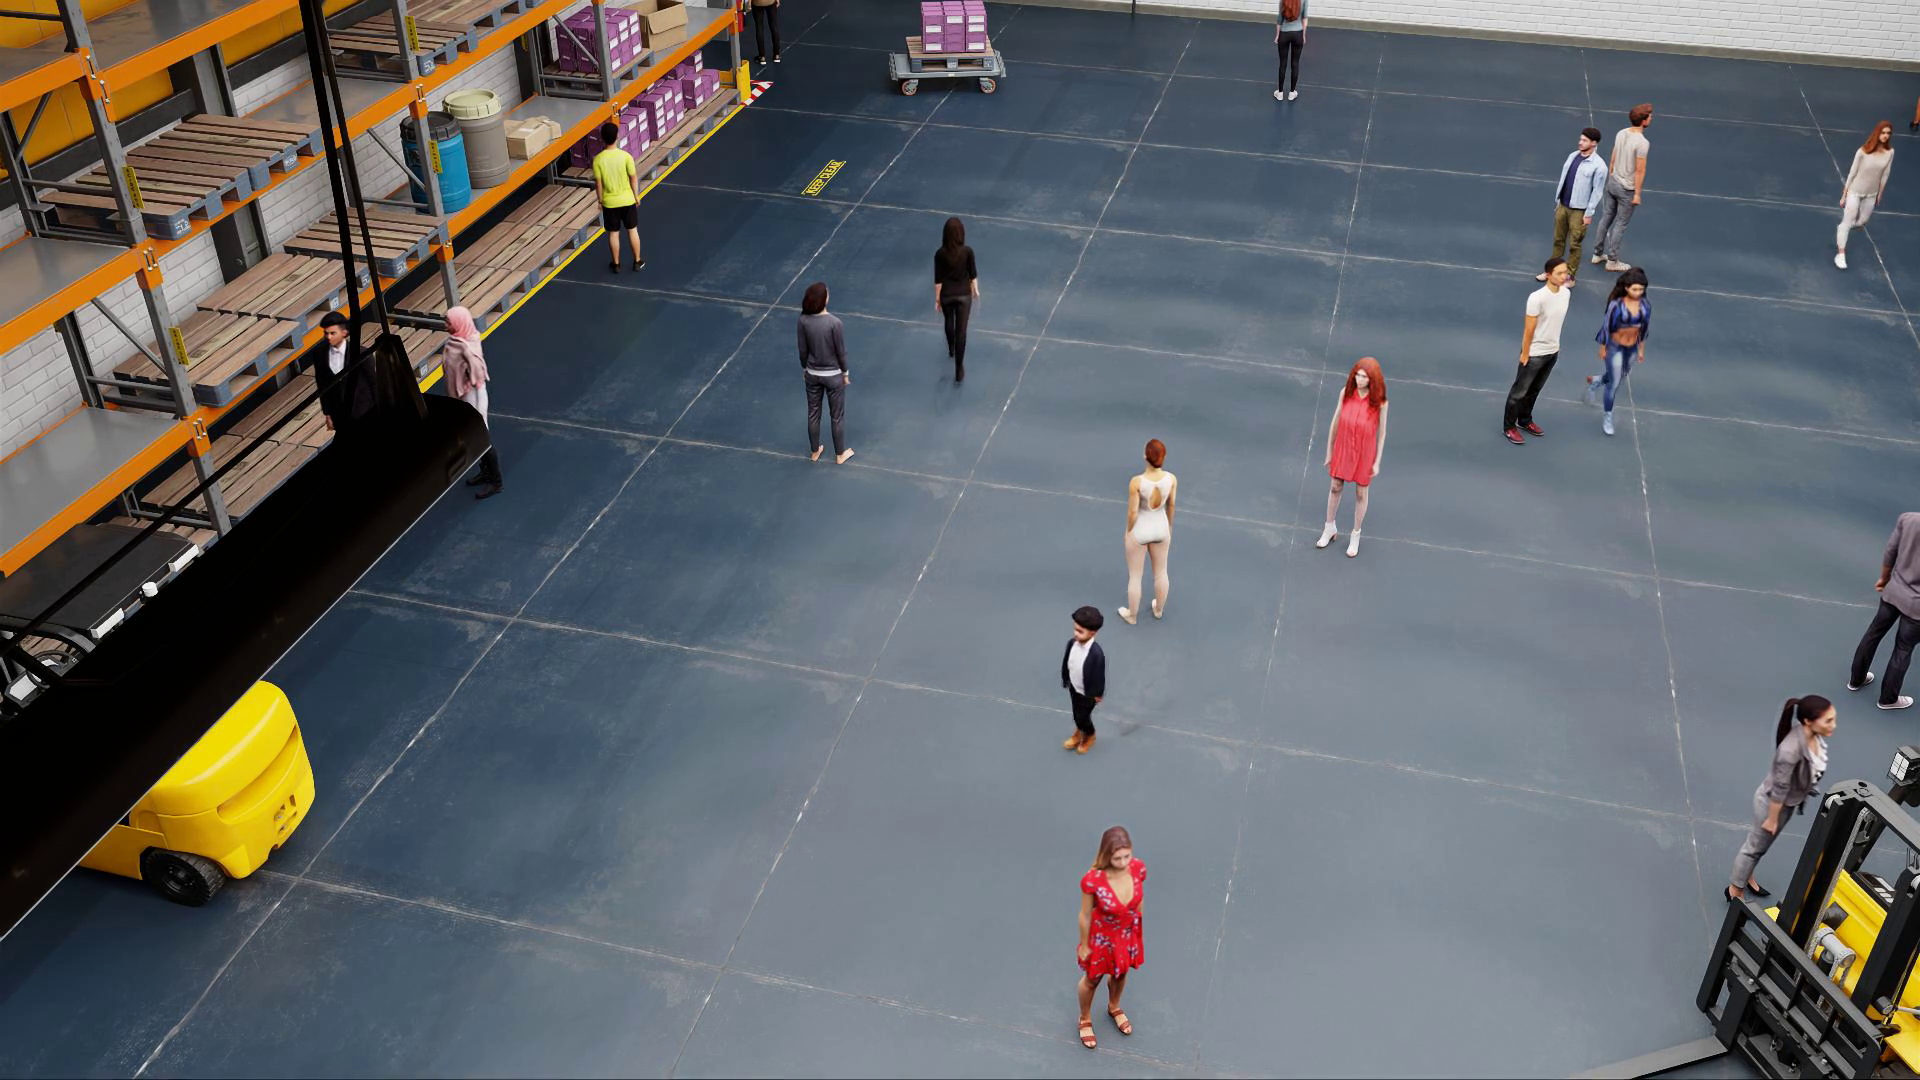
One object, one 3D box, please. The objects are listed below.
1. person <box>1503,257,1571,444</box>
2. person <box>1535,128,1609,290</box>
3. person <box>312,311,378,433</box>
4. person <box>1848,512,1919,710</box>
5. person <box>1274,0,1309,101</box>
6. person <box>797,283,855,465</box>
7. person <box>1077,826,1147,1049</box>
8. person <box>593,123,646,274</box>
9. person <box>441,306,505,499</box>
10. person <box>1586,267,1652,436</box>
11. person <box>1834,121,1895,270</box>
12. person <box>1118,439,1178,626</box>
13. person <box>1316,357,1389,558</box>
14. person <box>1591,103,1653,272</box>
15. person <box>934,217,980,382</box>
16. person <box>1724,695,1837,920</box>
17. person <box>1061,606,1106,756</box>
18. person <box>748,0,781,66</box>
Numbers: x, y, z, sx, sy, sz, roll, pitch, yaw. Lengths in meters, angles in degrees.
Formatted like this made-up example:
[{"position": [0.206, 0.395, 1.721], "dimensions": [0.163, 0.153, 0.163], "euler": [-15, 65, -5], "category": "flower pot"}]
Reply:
[{"position": [5.361, -1.780, 15.416], "dimensions": [0.704, 1.804, 0.776], "euler": [-20, 38, -27], "category": "person"}, {"position": [6.732, -3.632, 18.197], "dimensions": [0.807, 1.811, 0.732], "euler": [-15, 37, -22], "category": "person"}, {"position": [-5.226, -1.121, 14.353], "dimensions": [0.739, 1.884, 0.628], "euler": [2, 34, 3], "category": "person"}, {"position": [6.915, 0.390, 12.107], "dimensions": [0.808, 1.853, 0.712], "euler": [-13, 36, -19], "category": "person"}, {"position": [4.665, -7.088, 23.459], "dimensions": [0.597, 1.742, 0.564], "euler": [5, 34, 8], "category": "person"}, {"position": [-1.226, -1.507, 15.039], "dimensions": [0.601, 1.768, 0.507], "euler": [9, 35, 13], "category": "person"}, {"position": [0.868, 2.253, 9.540], "dimensions": [0.669, 1.593, 0.711], "euler": [-13, 36, -19], "category": "person"}, {"position": [-3.813, -3.816, 18.567], "dimensions": [0.700, 1.708, 0.687], "euler": [-6, 34, -10], "category": "person"}, {"position": [-4.272, -1.214, 14.566], "dimensions": [0.796, 1.803, 0.737], "euler": [-18, 38, -25], "category": "person"}, {"position": [6.205, -1.824, 15.669], "dimensions": [0.834, 1.597, 1.056], "euler": [-4, 34, -6], "category": "person"}, {"position": [10.132, -3.943, 18.770], "dimensions": [0.693, 1.694, 0.919], "euler": [3, 34, 5], "category": "person"}, {"position": [1.478, -0.062, 12.976], "dimensions": [0.614, 1.644, 0.635], "euler": [-10, 35, -15], "category": "person"}, {"position": [3.268, -0.696, 13.767], "dimensions": [0.656, 1.826, 0.605], "euler": [18, 38, 25], "category": "person"}, {"position": [7.420, -3.956, 18.605], "dimensions": [0.809, 1.898, 0.703], "euler": [-11, 35, -16], "category": "person"}, {"position": [-0.039, -2.351, 16.458], "dimensions": [0.719, 1.601, 1.122], "euler": [2, 34, 3], "category": "person"}, {"position": [5.121, 1.636, 10.393], "dimensions": [0.770, 1.677, 0.666], "euler": [27, 42, 34], "category": "person"}, {"position": [0.921, 0.978, 11.797], "dimensions": [0.624, 1.217, 0.583], "euler": [-24, 40, -31], "category": "person"}, {"position": [-2.929, -8.066, 24.830], "dimensions": [0.750, 1.852, 0.773], "euler": [-12, 35, -17], "category": "person"}]
